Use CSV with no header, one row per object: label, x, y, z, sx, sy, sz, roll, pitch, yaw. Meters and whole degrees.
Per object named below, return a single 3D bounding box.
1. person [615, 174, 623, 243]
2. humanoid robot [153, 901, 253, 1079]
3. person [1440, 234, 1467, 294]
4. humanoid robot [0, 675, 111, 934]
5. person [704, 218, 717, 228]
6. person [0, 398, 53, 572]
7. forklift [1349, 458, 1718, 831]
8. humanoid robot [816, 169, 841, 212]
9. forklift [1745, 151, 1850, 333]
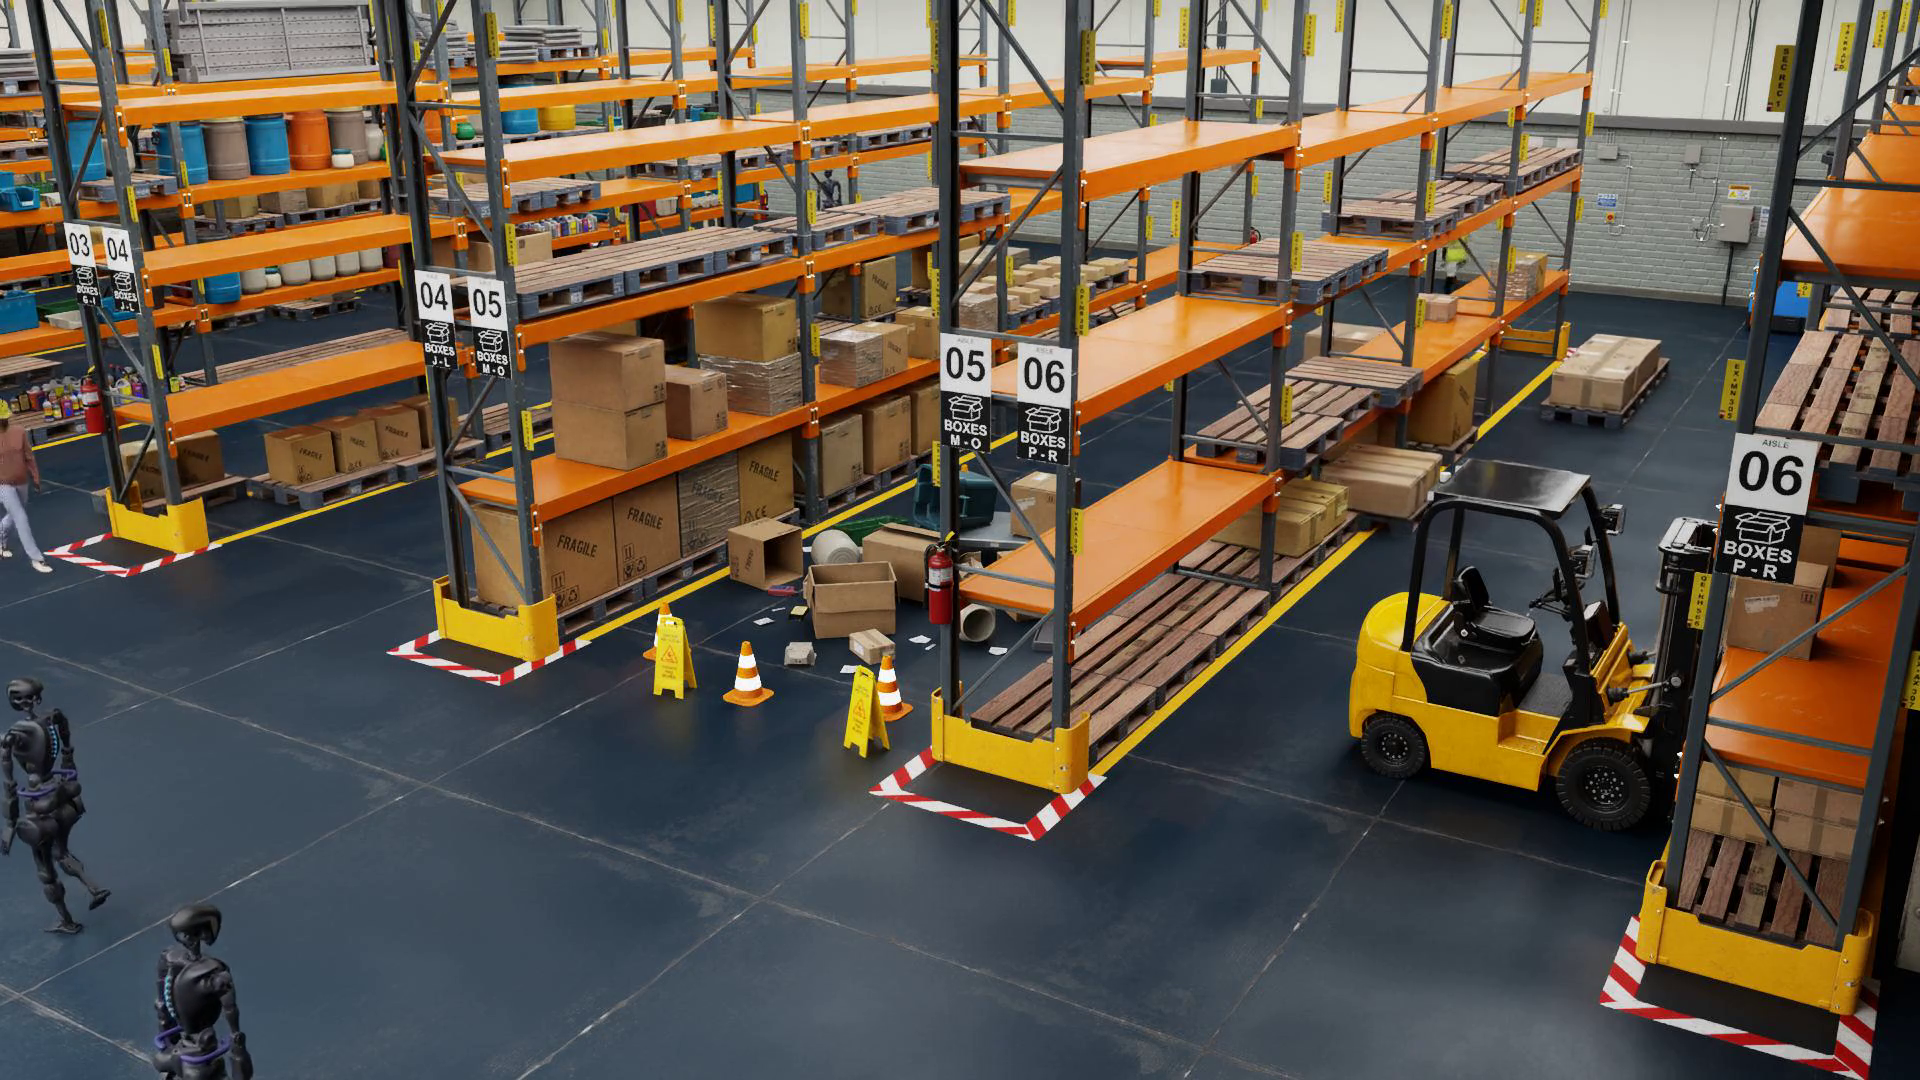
person,-6.502,-6.203,32.246,0.509,1.771,0.805,-1,19,-4
humanoid robot,-3.444,2.409,7.513,0.613,1.643,0.432,11,22,28
person,8.446,-4.769,28.272,0.561,1.656,0.819,-15,24,-36
humanoid robot,-5.399,1.587,9.875,0.399,1.650,0.609,4,19,10
person,-5.238,-7.061,34.862,0.491,1.688,0.347,-6,20,-17
person,-9.190,-0.564,16.022,0.863,1.727,0.520,9,21,24
forklift,3.988,0.658,11.776,2.313,2.155,1.214,11,22,29
humanoid robot,-2.717,-6.834,34.244,0.602,1.637,0.630,-9,21,-25
forklift,13.620,-4.667,26.137,1.873,2.768,1.129,11,22,29
